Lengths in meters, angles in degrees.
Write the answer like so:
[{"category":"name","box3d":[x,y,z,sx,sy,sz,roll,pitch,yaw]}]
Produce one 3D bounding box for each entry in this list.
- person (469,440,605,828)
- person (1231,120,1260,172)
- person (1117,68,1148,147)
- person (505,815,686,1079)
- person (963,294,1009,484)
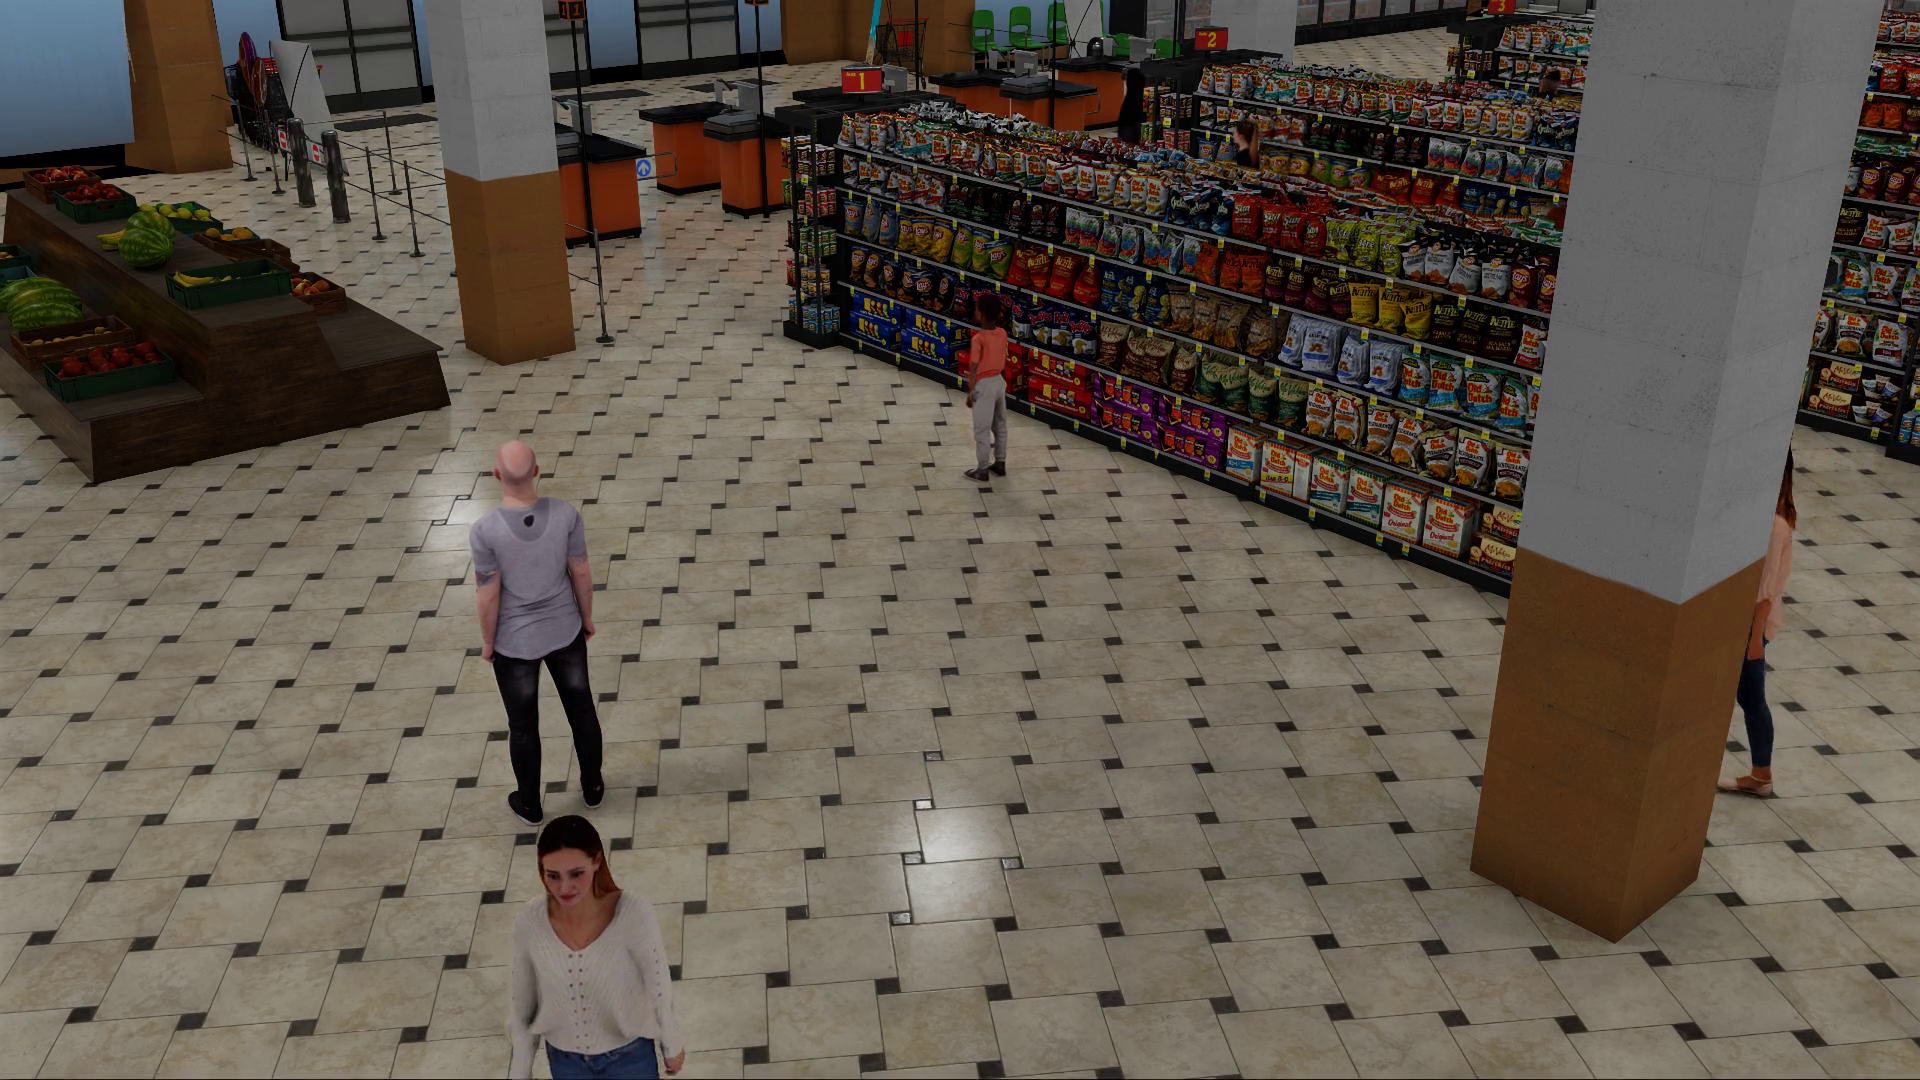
[{"category":"person","box3d":[-1.889,0.413,7.432,0.716,1.838,0.660,-12,26,-25]},{"category":"person","box3d":[2.724,-3.084,15.648,0.653,1.658,1.057,-21,31,-40]},{"category":"person","box3d":[1.998,-4.636,19.250,0.664,1.613,0.674,18,29,35]},{"category":"person","box3d":[-1.077,1.532,5.077,0.879,1.675,0.941,1,24,3]},{"category":"person","box3d":[0.201,-1.046,11.424,0.473,1.310,0.463,-20,30,-38]}]
